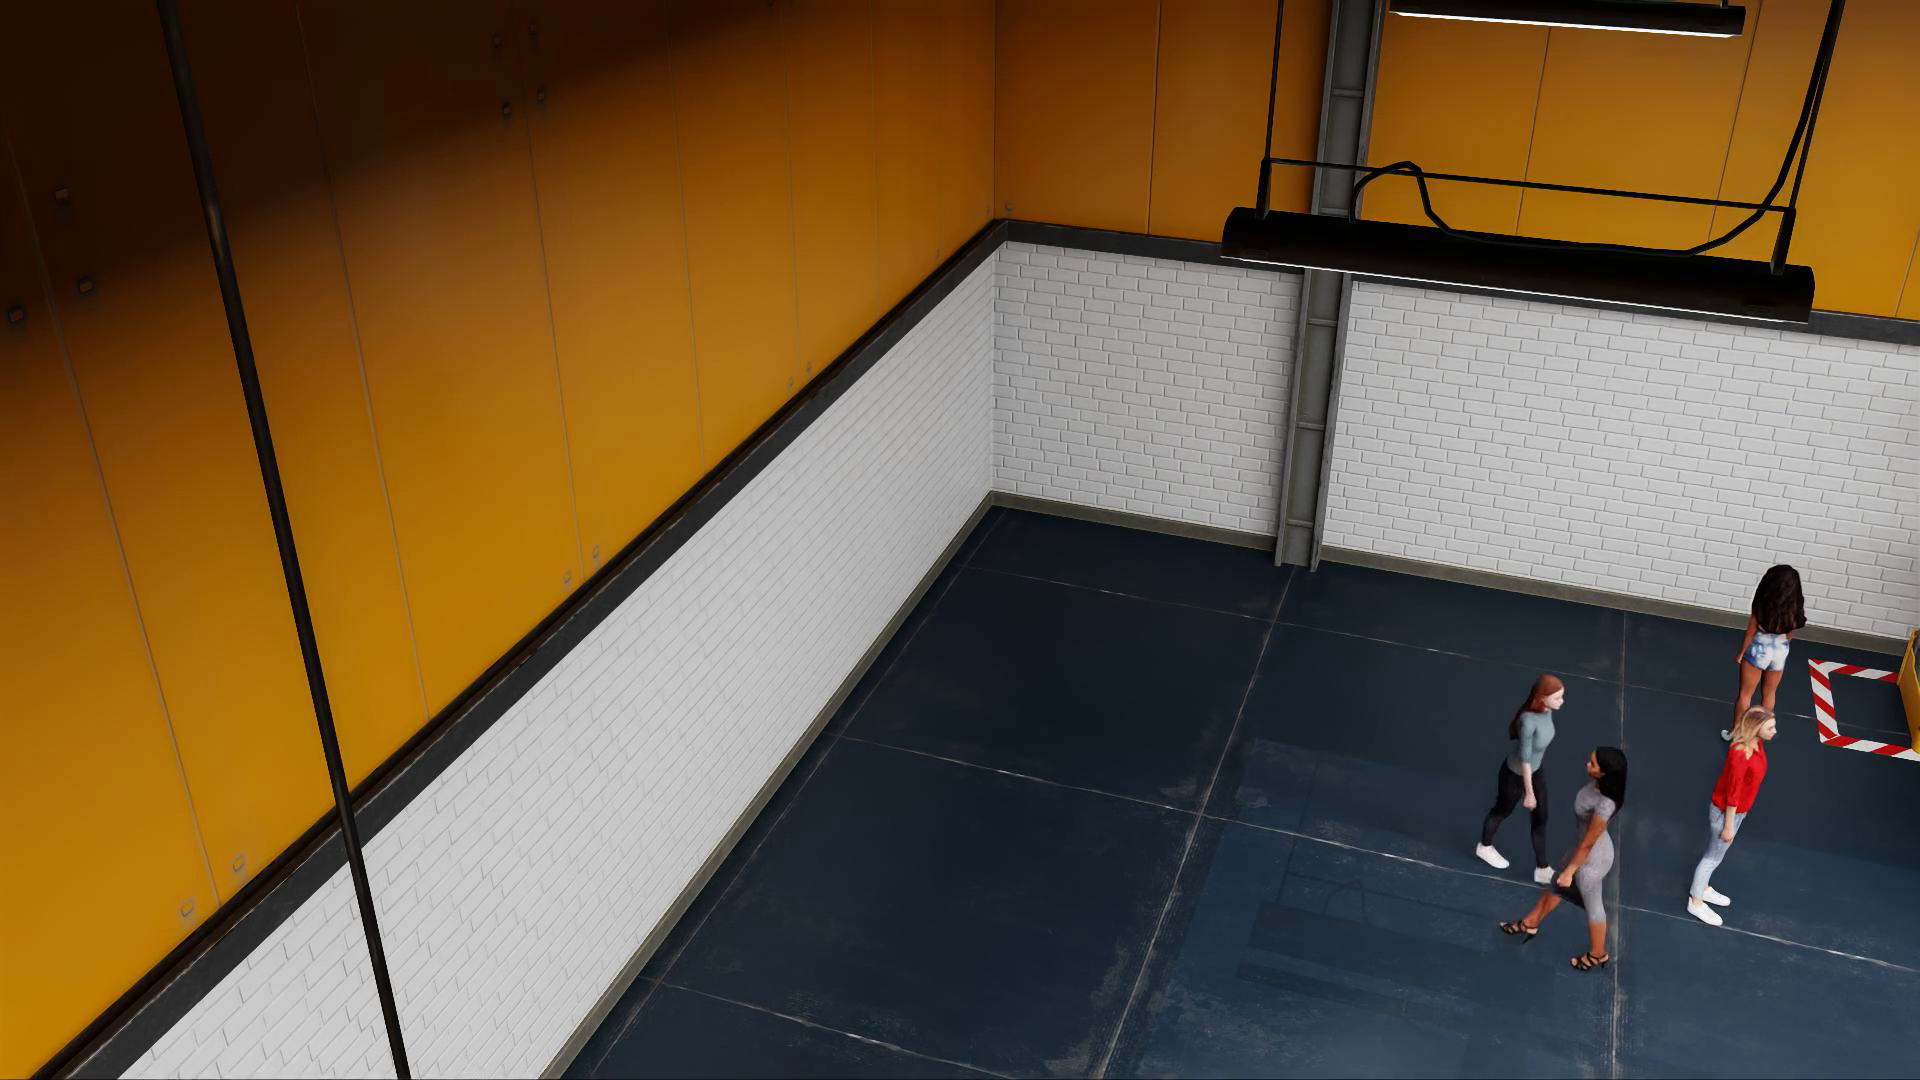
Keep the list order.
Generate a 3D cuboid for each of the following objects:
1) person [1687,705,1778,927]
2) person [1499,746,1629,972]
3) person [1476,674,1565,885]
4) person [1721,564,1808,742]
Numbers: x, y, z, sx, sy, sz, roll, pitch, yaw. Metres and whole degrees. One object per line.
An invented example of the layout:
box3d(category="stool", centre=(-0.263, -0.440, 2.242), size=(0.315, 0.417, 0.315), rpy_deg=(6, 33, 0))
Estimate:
box3d(category="person", centre=(5.256, 1.841, 11.349), size=(0.600, 1.705, 0.665), rpy_deg=(19, 34, 31))
box3d(category="person", centre=(4.178, 2.109, 10.801), size=(0.921, 1.759, 0.596), rpy_deg=(10, 30, 18))
box3d(category="person", centre=(3.881, 1.637, 11.714), size=(1.033, 1.713, 0.842), rpy_deg=(24, 37, 37))
box3d(category="person", centre=(6.347, 0.920, 13.119), size=(0.614, 1.626, 0.708), rpy_deg=(-3, 29, -5))
